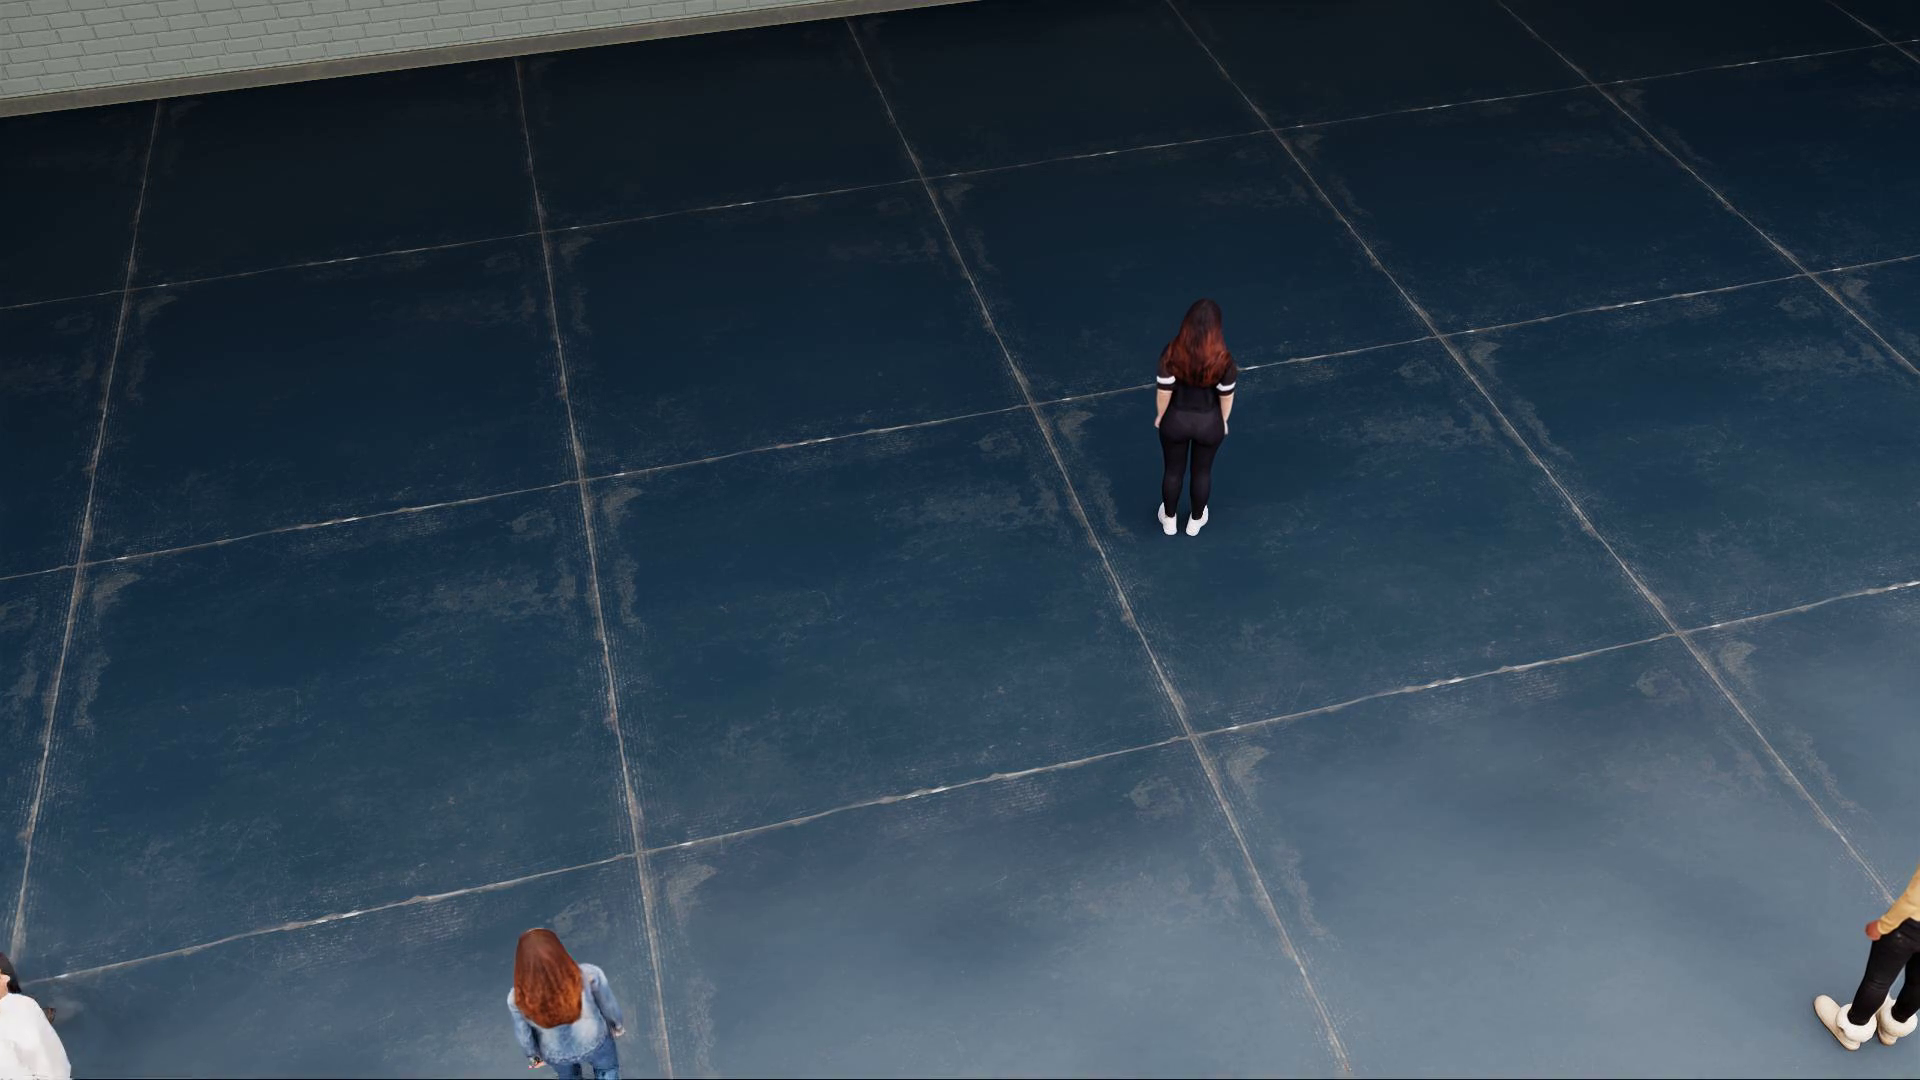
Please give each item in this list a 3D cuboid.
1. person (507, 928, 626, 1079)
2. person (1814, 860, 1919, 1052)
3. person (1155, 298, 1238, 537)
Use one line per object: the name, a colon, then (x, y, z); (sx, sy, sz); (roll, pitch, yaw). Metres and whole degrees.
person: (-1.582, 2.114, 6.851); (0.562, 1.463, 0.743); (-11, 44, -12)
person: (4.185, 1.660, 7.193); (0.647, 1.660, 0.605); (-3, 43, -3)
person: (1.356, -0.701, 9.737); (0.694, 1.638, 0.706); (6, 43, 6)
